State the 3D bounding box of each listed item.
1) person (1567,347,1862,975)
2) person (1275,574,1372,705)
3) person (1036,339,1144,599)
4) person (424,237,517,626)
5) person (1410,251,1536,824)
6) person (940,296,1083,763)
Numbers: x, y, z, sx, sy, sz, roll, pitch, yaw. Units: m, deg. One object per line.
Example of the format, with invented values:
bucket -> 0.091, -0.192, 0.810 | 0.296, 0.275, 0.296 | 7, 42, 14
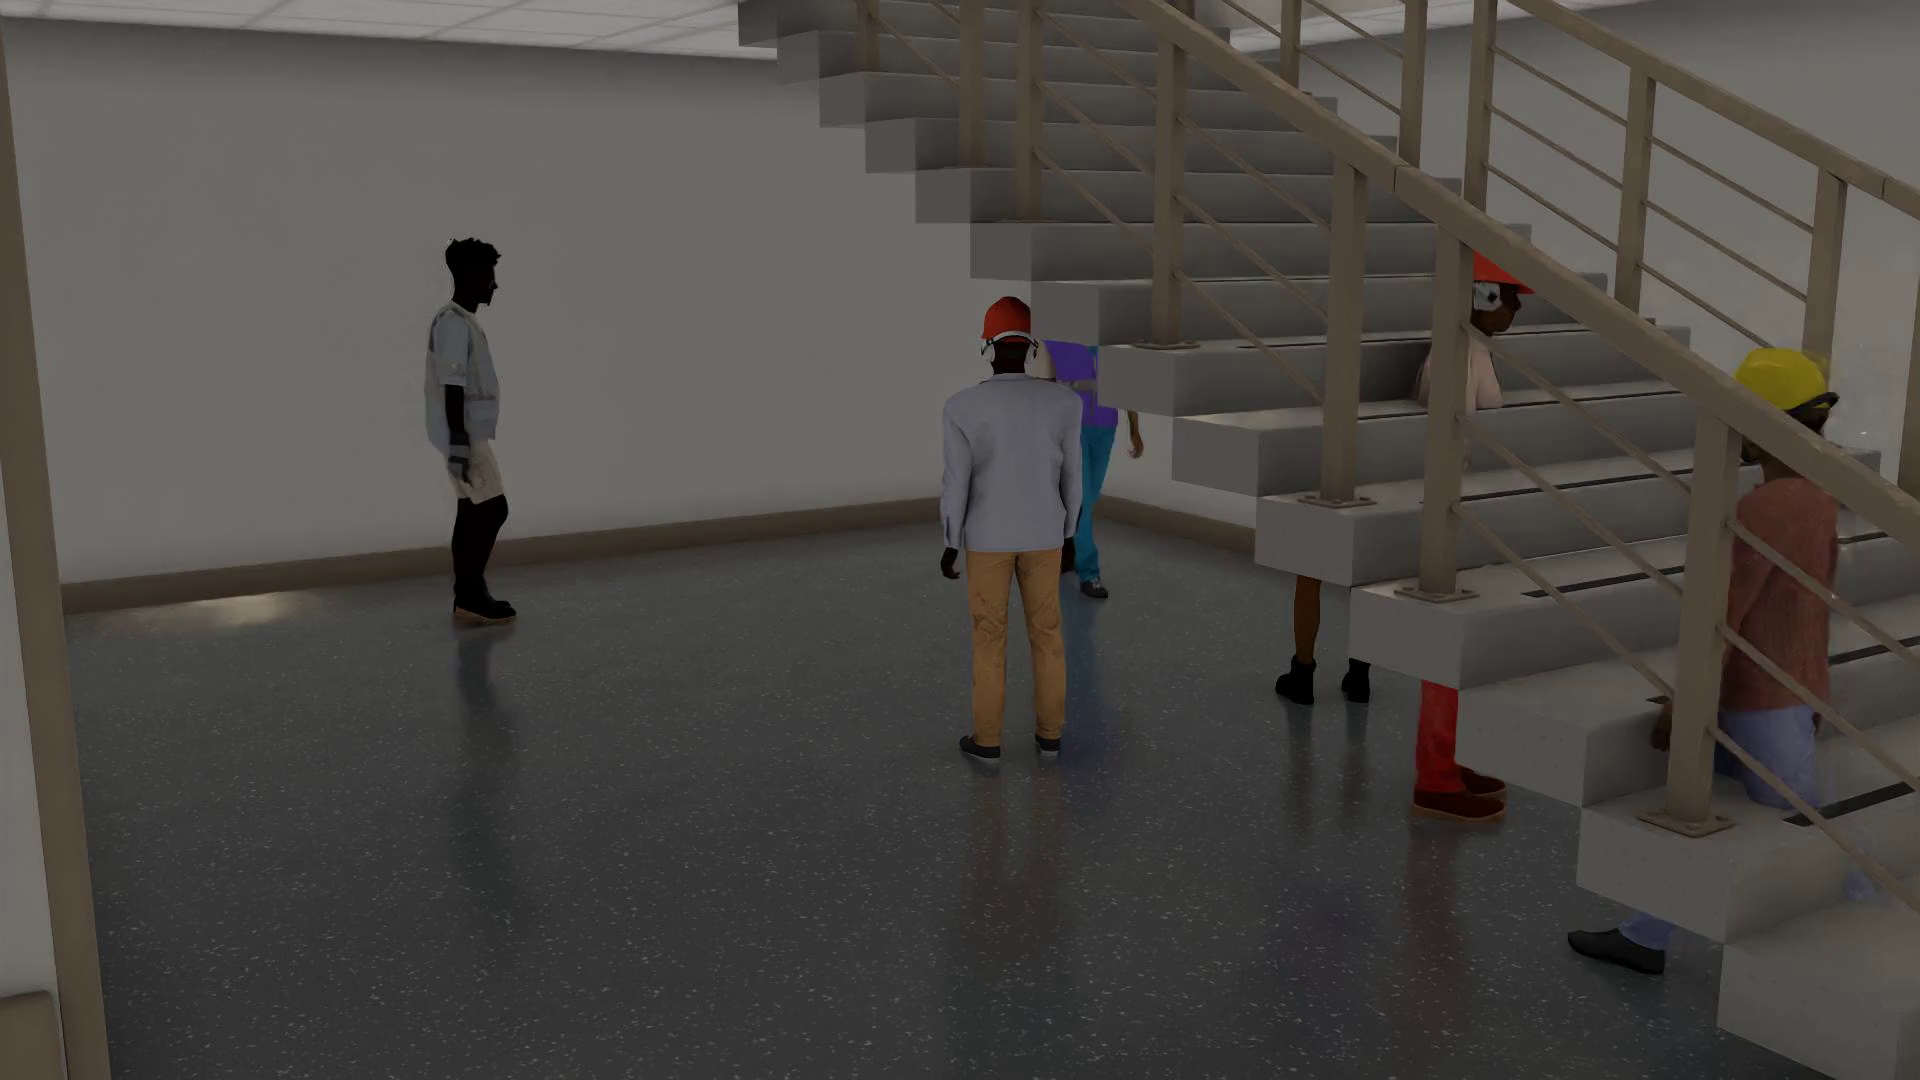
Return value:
person -> 2.034, 0.384, 4.166 | 0.894, 1.724, 0.530 | 9, 14, 38
person -> 1.568, -0.265, 7.000 | 0.545, 1.941, 0.350 | -1, 11, -4
person -> 0.679, -0.637, 9.342 | 0.567, 1.804, 0.955 | -4, 11, -20
person -> -2.446, -0.531, 8.356 | 0.437, 1.950, 0.659 | -2, 11, -12
person -> 1.729, -0.042, 5.718 | 0.403, 1.988, 0.635 | 3, 11, 16
person -> 0.188, -0.034, 6.274 | 0.561, 1.753, 0.330 | -3, 11, -15
